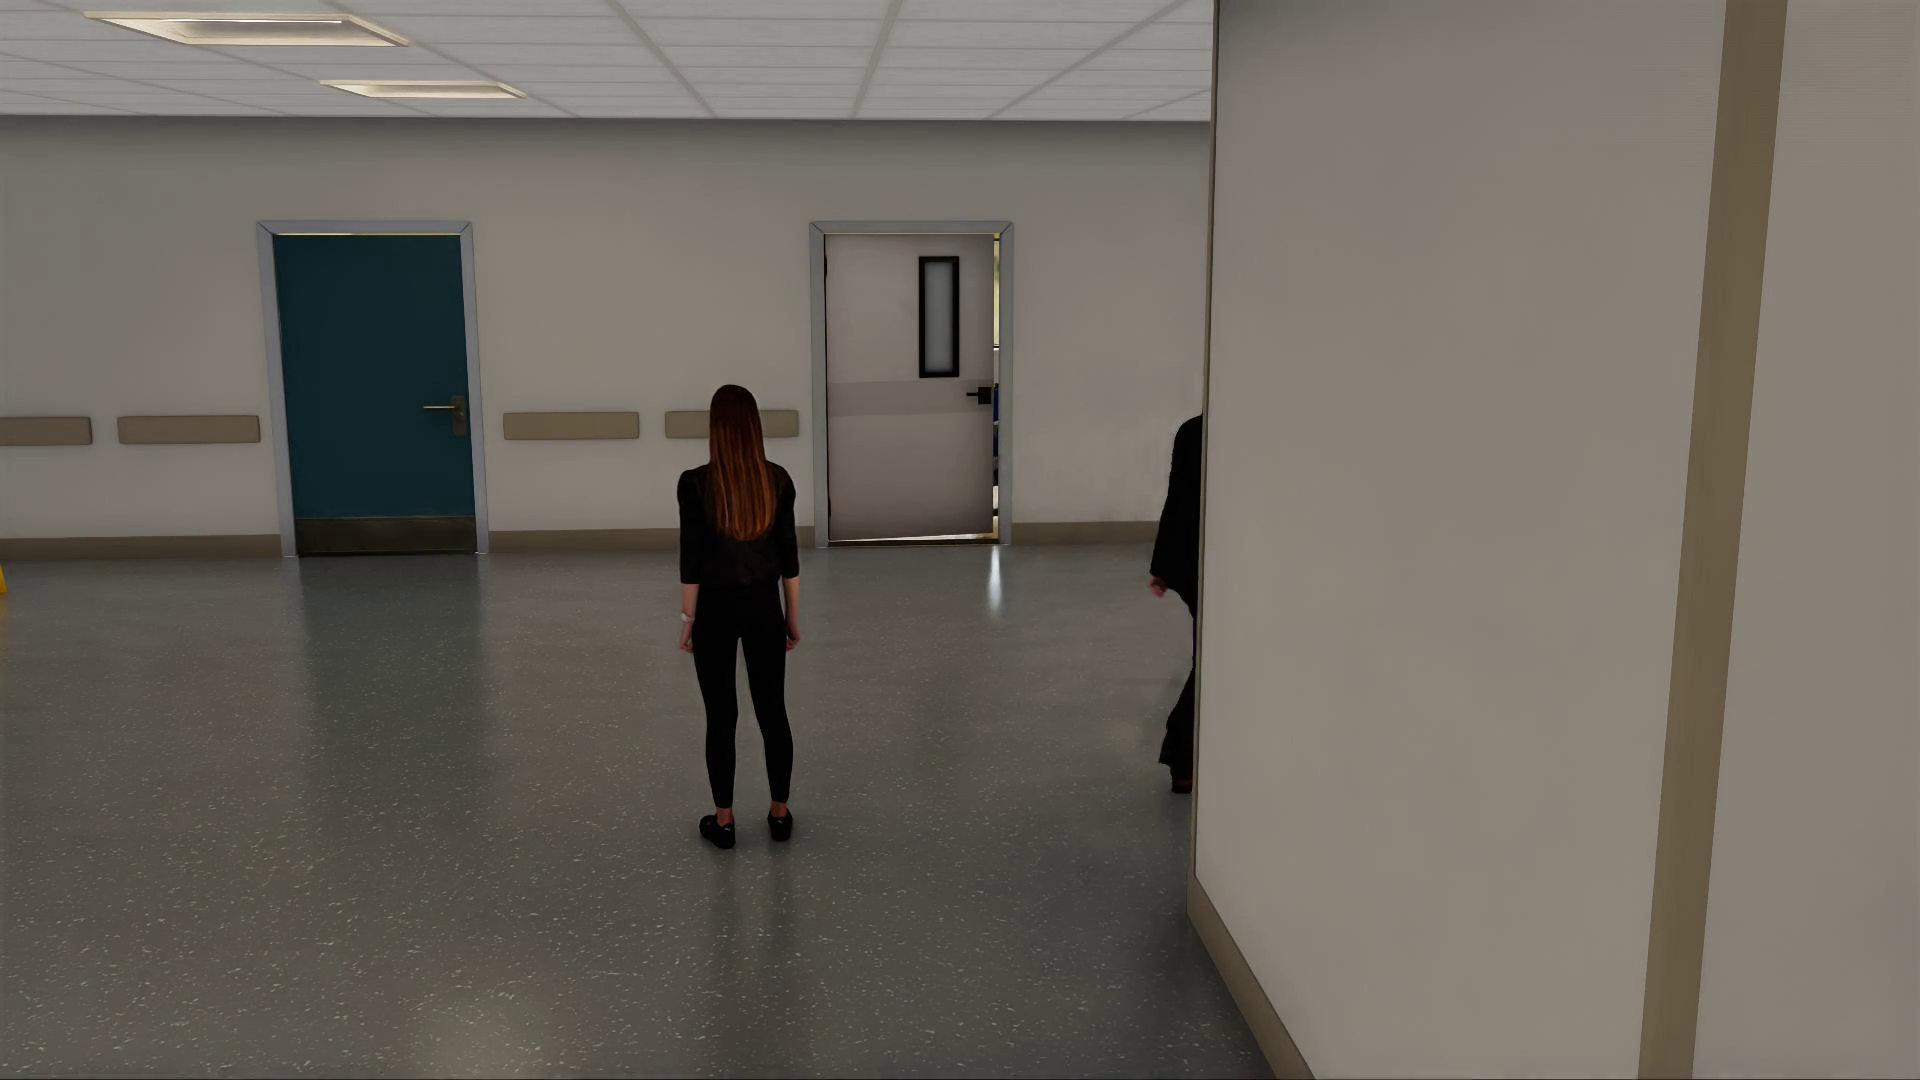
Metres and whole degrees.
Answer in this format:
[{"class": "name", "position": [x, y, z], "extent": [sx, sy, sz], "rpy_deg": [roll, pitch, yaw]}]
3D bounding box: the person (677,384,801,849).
[{"class": "person", "position": [-0.820, 0.281, 6.163], "extent": [0.555, 1.710, 0.719], "rpy_deg": [-4, 11, -19]}]
